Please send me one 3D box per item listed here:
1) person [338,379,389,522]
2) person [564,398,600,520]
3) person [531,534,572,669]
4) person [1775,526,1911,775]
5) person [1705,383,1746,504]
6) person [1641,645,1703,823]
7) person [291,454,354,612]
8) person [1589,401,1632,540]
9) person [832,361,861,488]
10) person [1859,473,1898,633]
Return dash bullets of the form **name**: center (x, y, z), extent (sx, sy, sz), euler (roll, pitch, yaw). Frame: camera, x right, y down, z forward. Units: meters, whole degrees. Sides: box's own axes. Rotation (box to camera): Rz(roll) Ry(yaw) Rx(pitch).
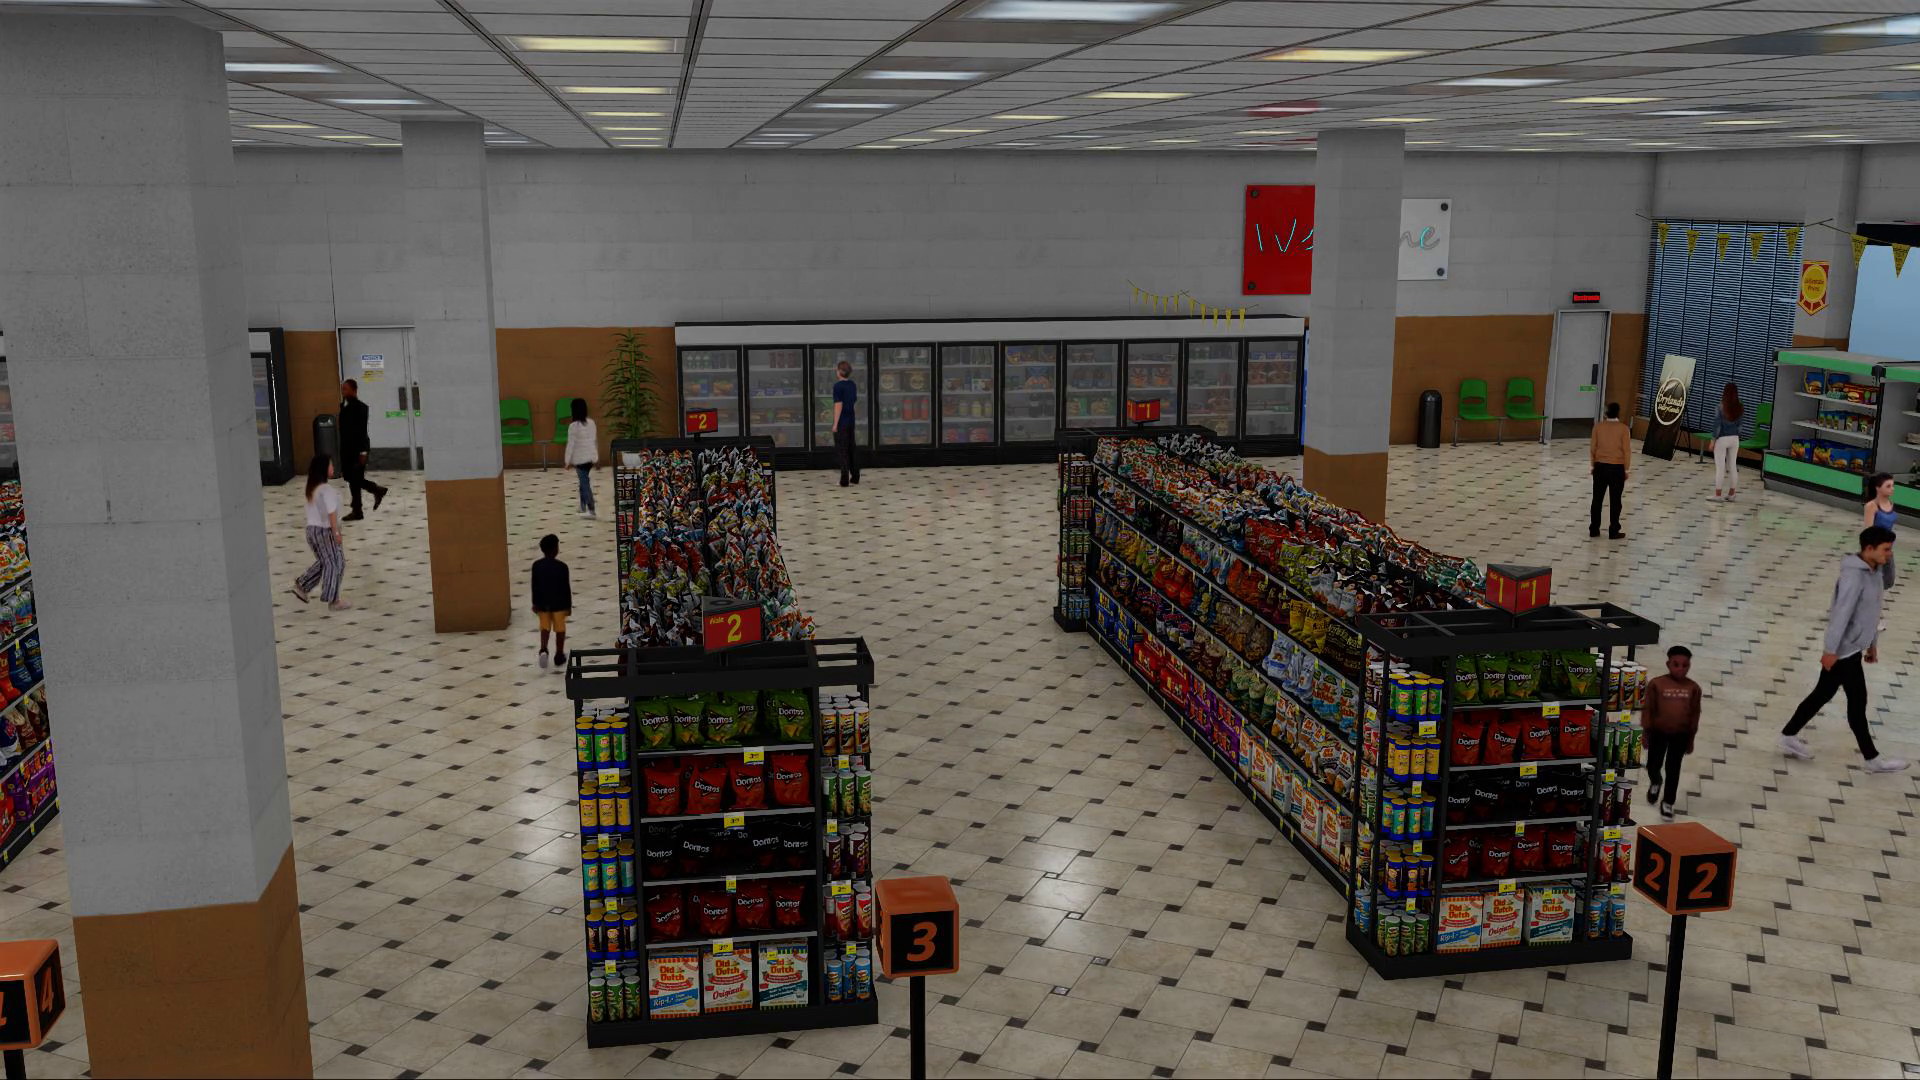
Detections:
- **person**: center (-8.047, -1.213, 22.337), extent (1.080, 1.889, 1.113), euler (10, 15, 38)
- **person**: center (-4.998, -1.081, 22.364), extent (0.896, 1.621, 0.840), euler (7, 14, 29)
- **person**: center (-3.785, 0.582, 15.334), extent (0.601, 1.262, 0.724), euler (0, 12, 2)
- **person**: center (6.675, 0.821, 12.716), extent (1.191, 1.874, 1.329), euler (-11, 16, -42)
- **person**: center (10.890, -1.383, 23.597), extent (0.605, 1.703, 0.492), euler (-2, 12, -9)
- **person**: center (5.018, 1.339, 11.774), extent (0.674, 1.249, 0.755), euler (4, 12, 18)
- **person**: center (-6.731, -0.063, 17.423), extent (0.951, 1.665, 0.914), euler (-10, 16, -40)
- **person**: center (8.265, -0.897, 21.167), extent (0.746, 1.754, 0.822), euler (10, 15, 39)
- **person**: center (-1.723, -1.740, 24.888), extent (0.786, 1.871, 0.717), euler (8, 14, 32)
- **person**: center (9.177, 0.112, 16.754), extent (0.701, 1.597, 0.823), euler (-6, 13, -28)
